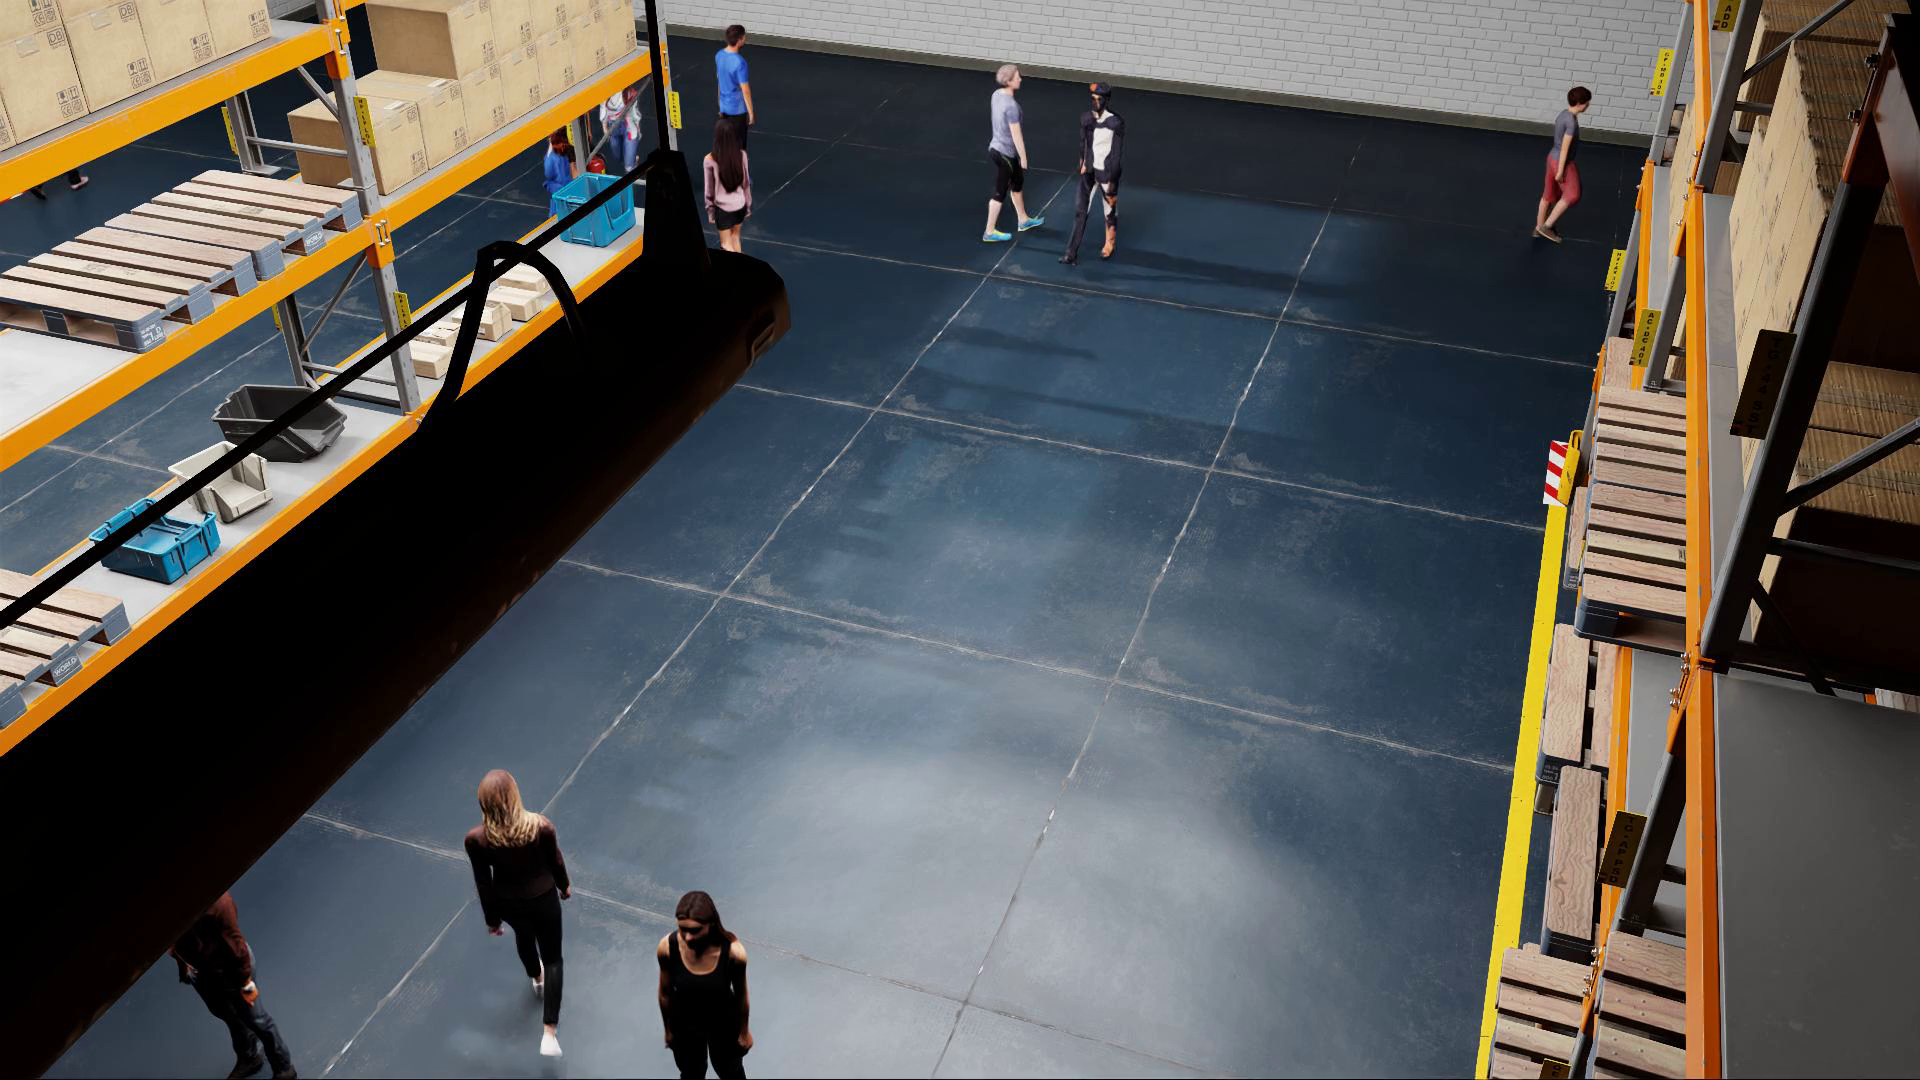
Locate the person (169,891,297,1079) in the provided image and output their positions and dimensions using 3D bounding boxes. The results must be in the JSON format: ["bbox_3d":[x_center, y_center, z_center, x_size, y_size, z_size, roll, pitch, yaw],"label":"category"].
[{"bbox_3d":[-3.638,2.086,8.192,0.631,1.777,0.492,12,35,17],"label":"person"}]

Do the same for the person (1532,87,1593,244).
[{"bbox_3d":[6.191,-3.916,17.346,0.726,1.638,0.630,2,34,3],"label":"person"}]

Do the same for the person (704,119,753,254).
[{"bbox_3d":[-2.189,-3.144,16.043,0.998,1.796,1.057,-14,36,-20],"label":"person"}]

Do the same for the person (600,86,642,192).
[{"bbox_3d":[-3.677,-4.513,18.293,0.763,1.584,1.077,4,34,6],"label":"person"}]

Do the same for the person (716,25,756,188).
[{"bbox_3d":[-2.567,-4.729,18.377,0.763,1.852,0.813,26,42,34],"label":"person"}]

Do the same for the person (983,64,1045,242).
[{"bbox_3d":[0.388,-3.978,17.239,1.037,1.861,1.035,-8,34,-12],"label":"person"}]

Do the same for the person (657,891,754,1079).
[{"bbox_3d":[-1.204,2.304,7.944,0.645,1.688,0.639,3,34,4],"label":"person"}]

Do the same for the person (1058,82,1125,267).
[{"bbox_3d":[1.468,-3.715,16.854,0.803,1.848,1.176,17,37,24],"label":"person"}]

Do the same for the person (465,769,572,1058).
[{"bbox_3d":[-2.214,1.923,8.529,0.923,1.676,1.155,-4,34,-6],"label":"person"}]
